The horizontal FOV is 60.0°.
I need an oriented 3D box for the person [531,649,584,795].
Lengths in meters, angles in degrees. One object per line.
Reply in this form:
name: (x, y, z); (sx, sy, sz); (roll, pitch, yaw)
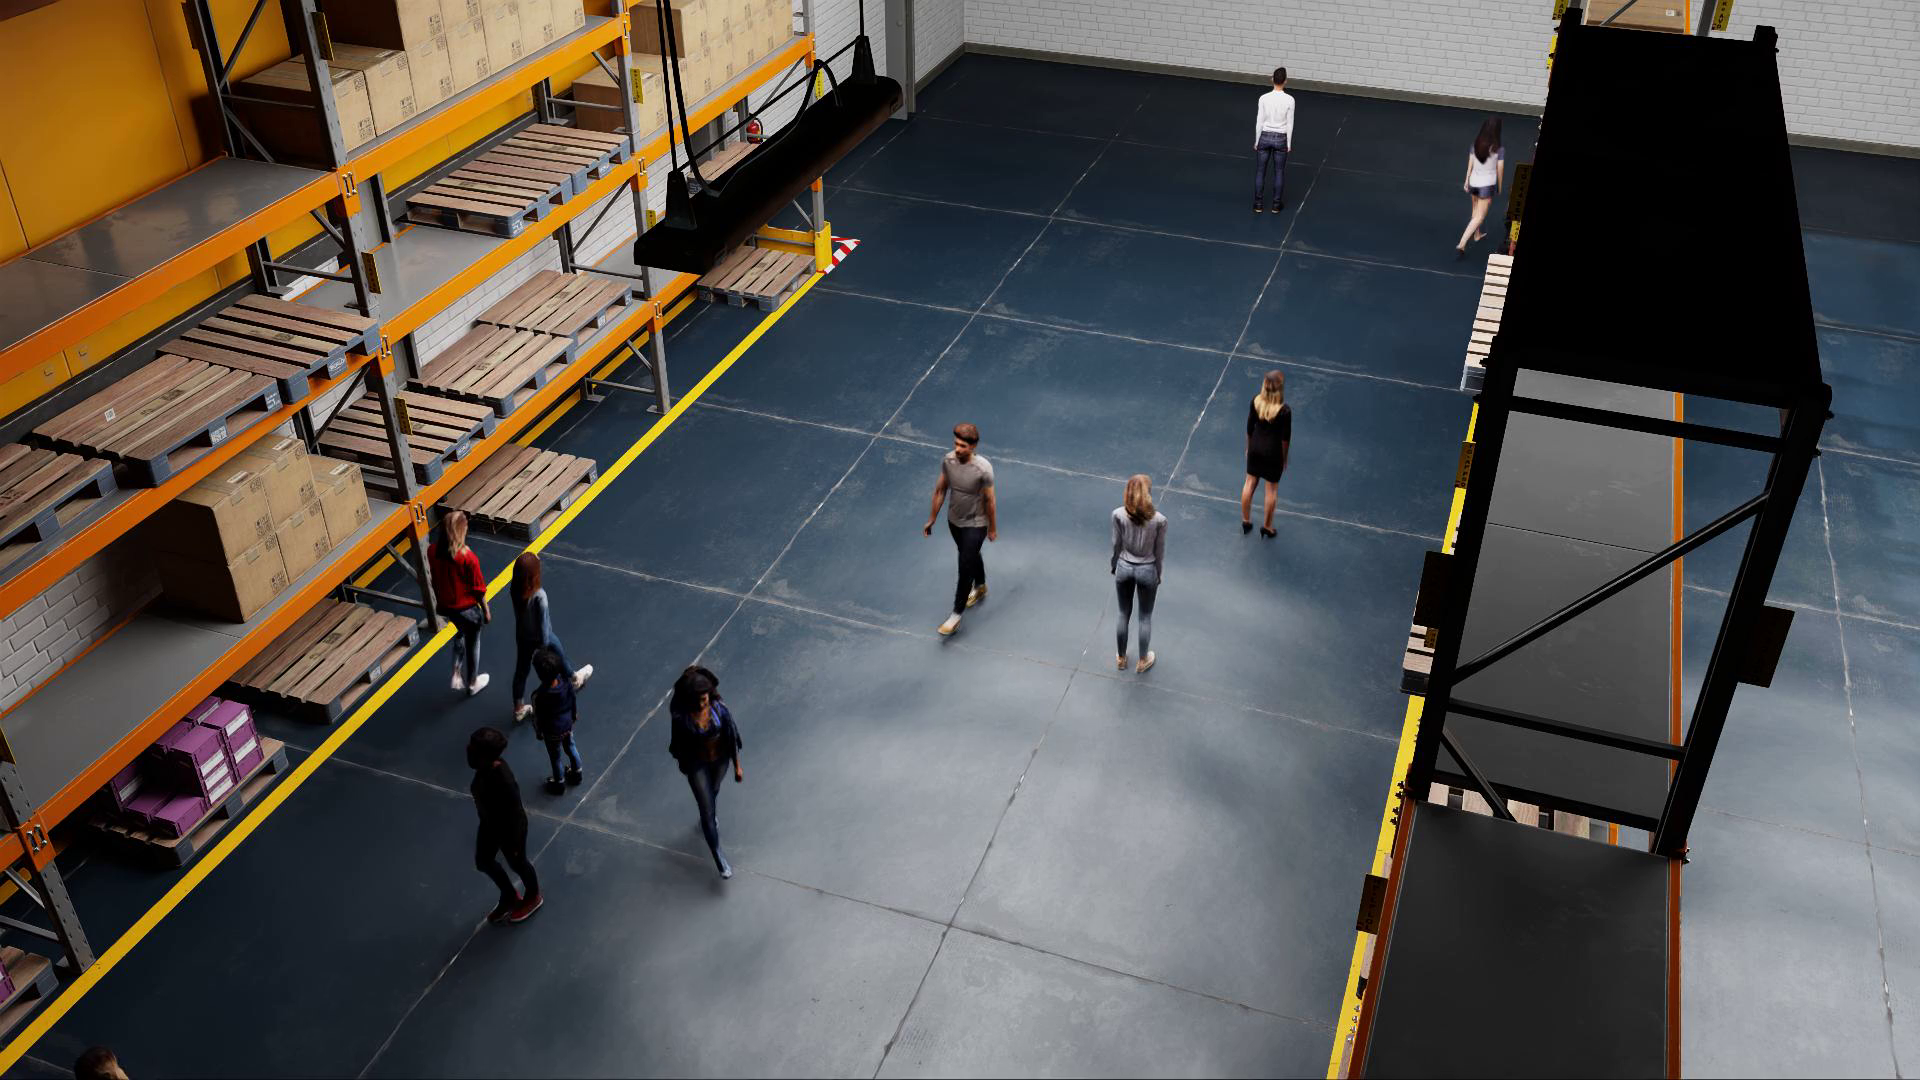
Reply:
person: (-2.958, 1.325, 12.184); (0.638, 1.221, 0.515); (26, 42, 34)

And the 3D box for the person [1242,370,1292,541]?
person: (2.742, -0.769, 14.924); (0.603, 1.675, 0.567); (22, 40, 30)

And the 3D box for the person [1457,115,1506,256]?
person: (6.318, -4.287, 20.219); (1.171, 1.672, 0.903); (-29, 43, -36)

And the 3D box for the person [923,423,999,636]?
person: (0.117, -0.193, 13.894); (0.879, 1.857, 1.150); (25, 41, 32)

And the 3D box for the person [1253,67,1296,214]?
person: (4.003, -5.113, 21.285); (0.641, 1.868, 0.591); (8, 34, 11)

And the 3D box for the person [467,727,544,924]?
person: (-2.953, 1.849, 11.000); (0.726, 1.659, 0.742); (28, 43, 35)

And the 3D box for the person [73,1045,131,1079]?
person: (-4.382, 3.238, 8.979); (0.819, 1.584, 1.184); (22, 39, 29)

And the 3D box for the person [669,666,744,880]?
person: (-1.777, 1.507, 11.593); (1.044, 1.573, 1.098); (-15, 36, -21)

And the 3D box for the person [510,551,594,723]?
person: (-3.343, 0.772, 12.819); (0.718, 1.439, 1.040); (19, 38, 26)

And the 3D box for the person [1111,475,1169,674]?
person: (1.405, 0.272, 13.251); (0.588, 1.795, 0.495); (10, 35, 15)

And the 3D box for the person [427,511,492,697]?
person: (-3.913, 0.567, 12.905); (0.626, 1.685, 0.624); (11, 35, 16)
